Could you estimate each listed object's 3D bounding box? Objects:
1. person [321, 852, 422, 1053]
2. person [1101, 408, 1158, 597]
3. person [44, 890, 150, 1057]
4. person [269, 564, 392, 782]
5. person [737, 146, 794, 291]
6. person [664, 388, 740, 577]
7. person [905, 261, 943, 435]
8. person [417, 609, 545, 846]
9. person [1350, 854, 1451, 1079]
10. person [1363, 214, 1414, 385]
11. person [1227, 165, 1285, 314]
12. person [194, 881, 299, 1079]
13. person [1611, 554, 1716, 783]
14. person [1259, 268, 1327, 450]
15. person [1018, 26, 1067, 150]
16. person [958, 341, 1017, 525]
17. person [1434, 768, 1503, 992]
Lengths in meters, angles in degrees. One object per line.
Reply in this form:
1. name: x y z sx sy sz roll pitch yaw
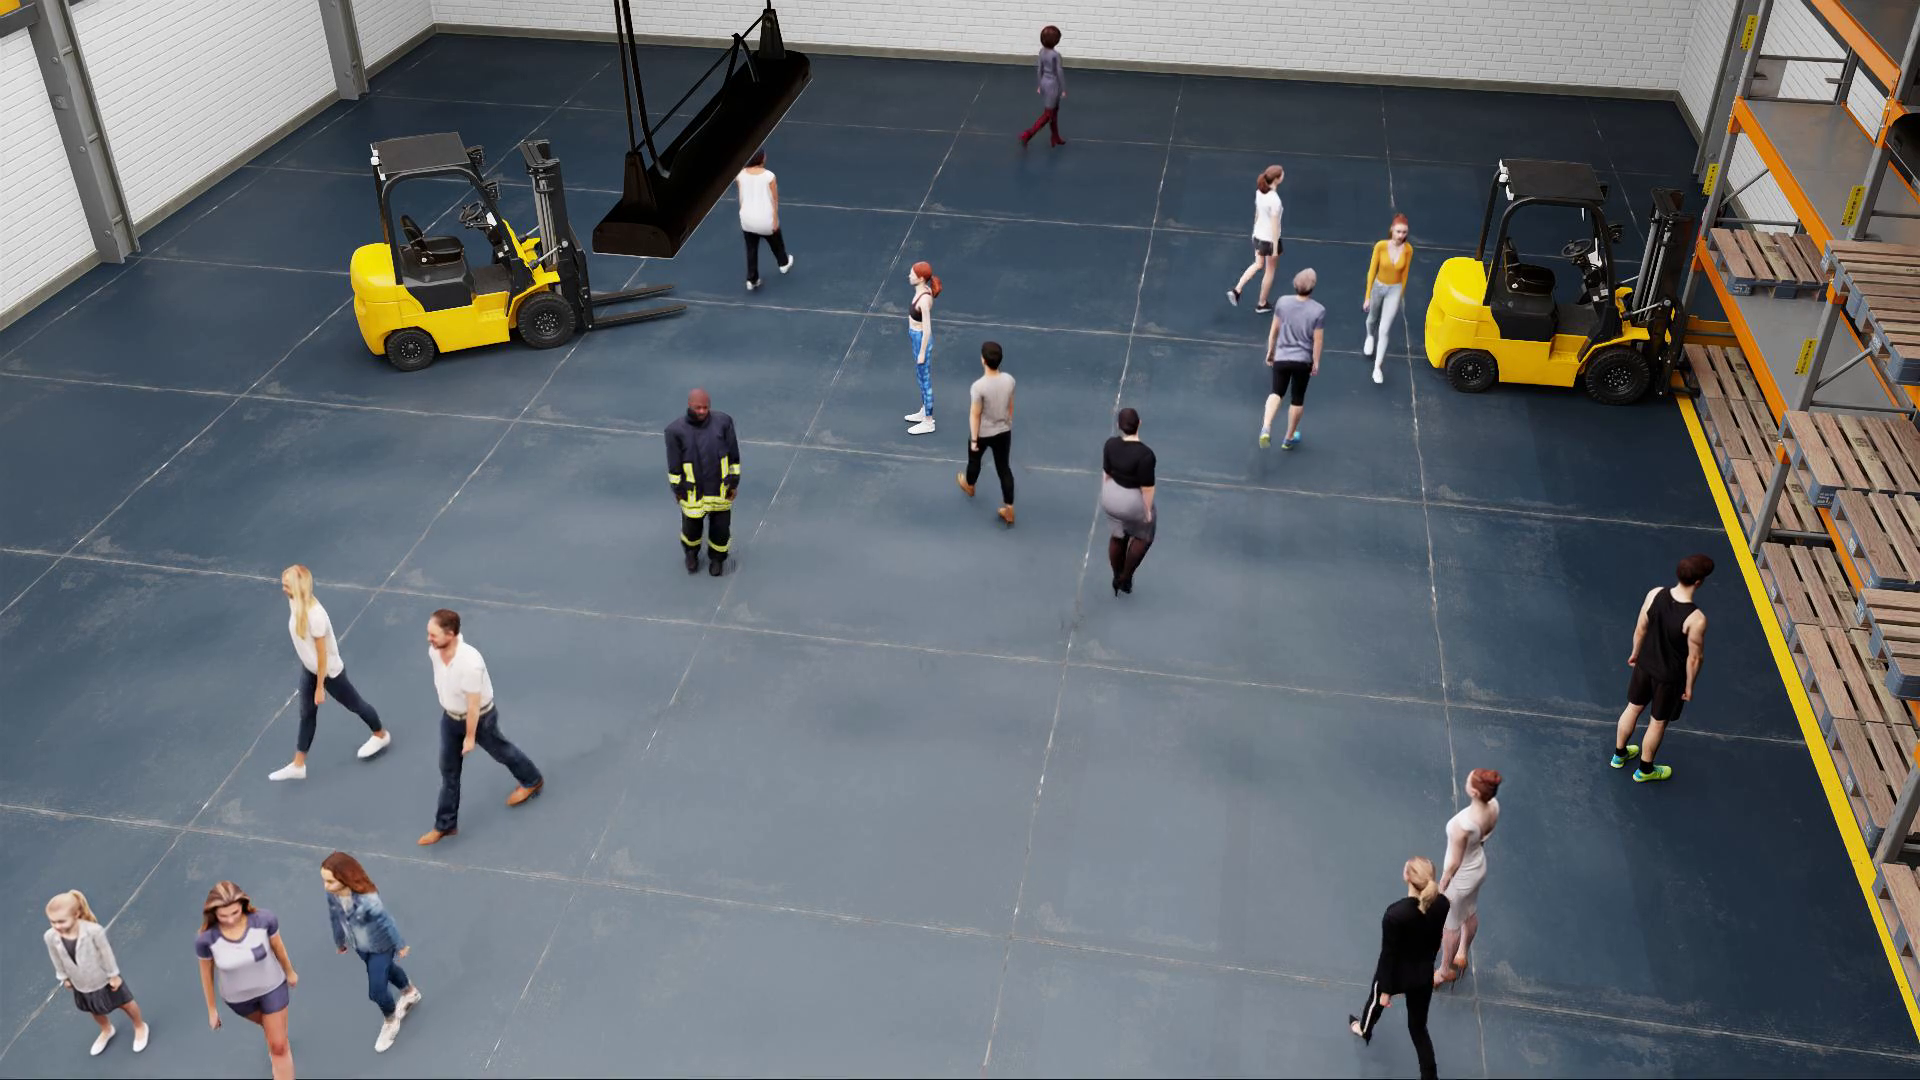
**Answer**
1. person: -3.504 2.389 10.068 0.684 1.457 0.776 14 36 20
2. person: 1.328 -0.245 13.786 0.857 1.729 0.821 -29 43 -36
3. person: -5.185 2.581 9.947 0.573 1.271 0.587 -3 34 -5
4. person: -4.493 0.919 12.004 1.208 1.763 1.043 -29 43 -36
5. person: -2.315 -3.652 18.979 0.785 1.654 1.081 12 35 17
6. person: -2.166 -0.540 14.177 0.911 1.786 0.939 -3 34 -4
7. person: -0.371 -1.883 16.199 0.698 1.785 0.610 -4 34 -6
8. person: -3.294 1.213 11.524 1.047 1.803 1.323 23 40 31
9. person: 2.615 2.596 9.573 0.966 1.660 1.191 -11 35 -16
10. person: 4.404 -2.581 17.322 0.604 1.703 1.203 5 34 8
11. person: 3.305 -3.284 18.352 0.921 1.735 0.901 -16 37 -22
12. person: -4.086 2.551 9.637 0.986 1.664 1.207 -9 35 -14
13. person: 5.024 0.912 11.900 0.822 1.890 0.744 -19 38 -26
14. person: 3.138 -1.649 15.774 0.828 1.866 1.007 17 37 23
15. person: 1.171 -6.095 22.625 1.078 1.687 1.043 -20 38 -27
16. person: 0.323 -0.925 14.854 1.041 1.679 1.197 -15 36 -21
17. person: 3.098 2.082 10.227 0.617 1.793 0.706 -27 42 -34
